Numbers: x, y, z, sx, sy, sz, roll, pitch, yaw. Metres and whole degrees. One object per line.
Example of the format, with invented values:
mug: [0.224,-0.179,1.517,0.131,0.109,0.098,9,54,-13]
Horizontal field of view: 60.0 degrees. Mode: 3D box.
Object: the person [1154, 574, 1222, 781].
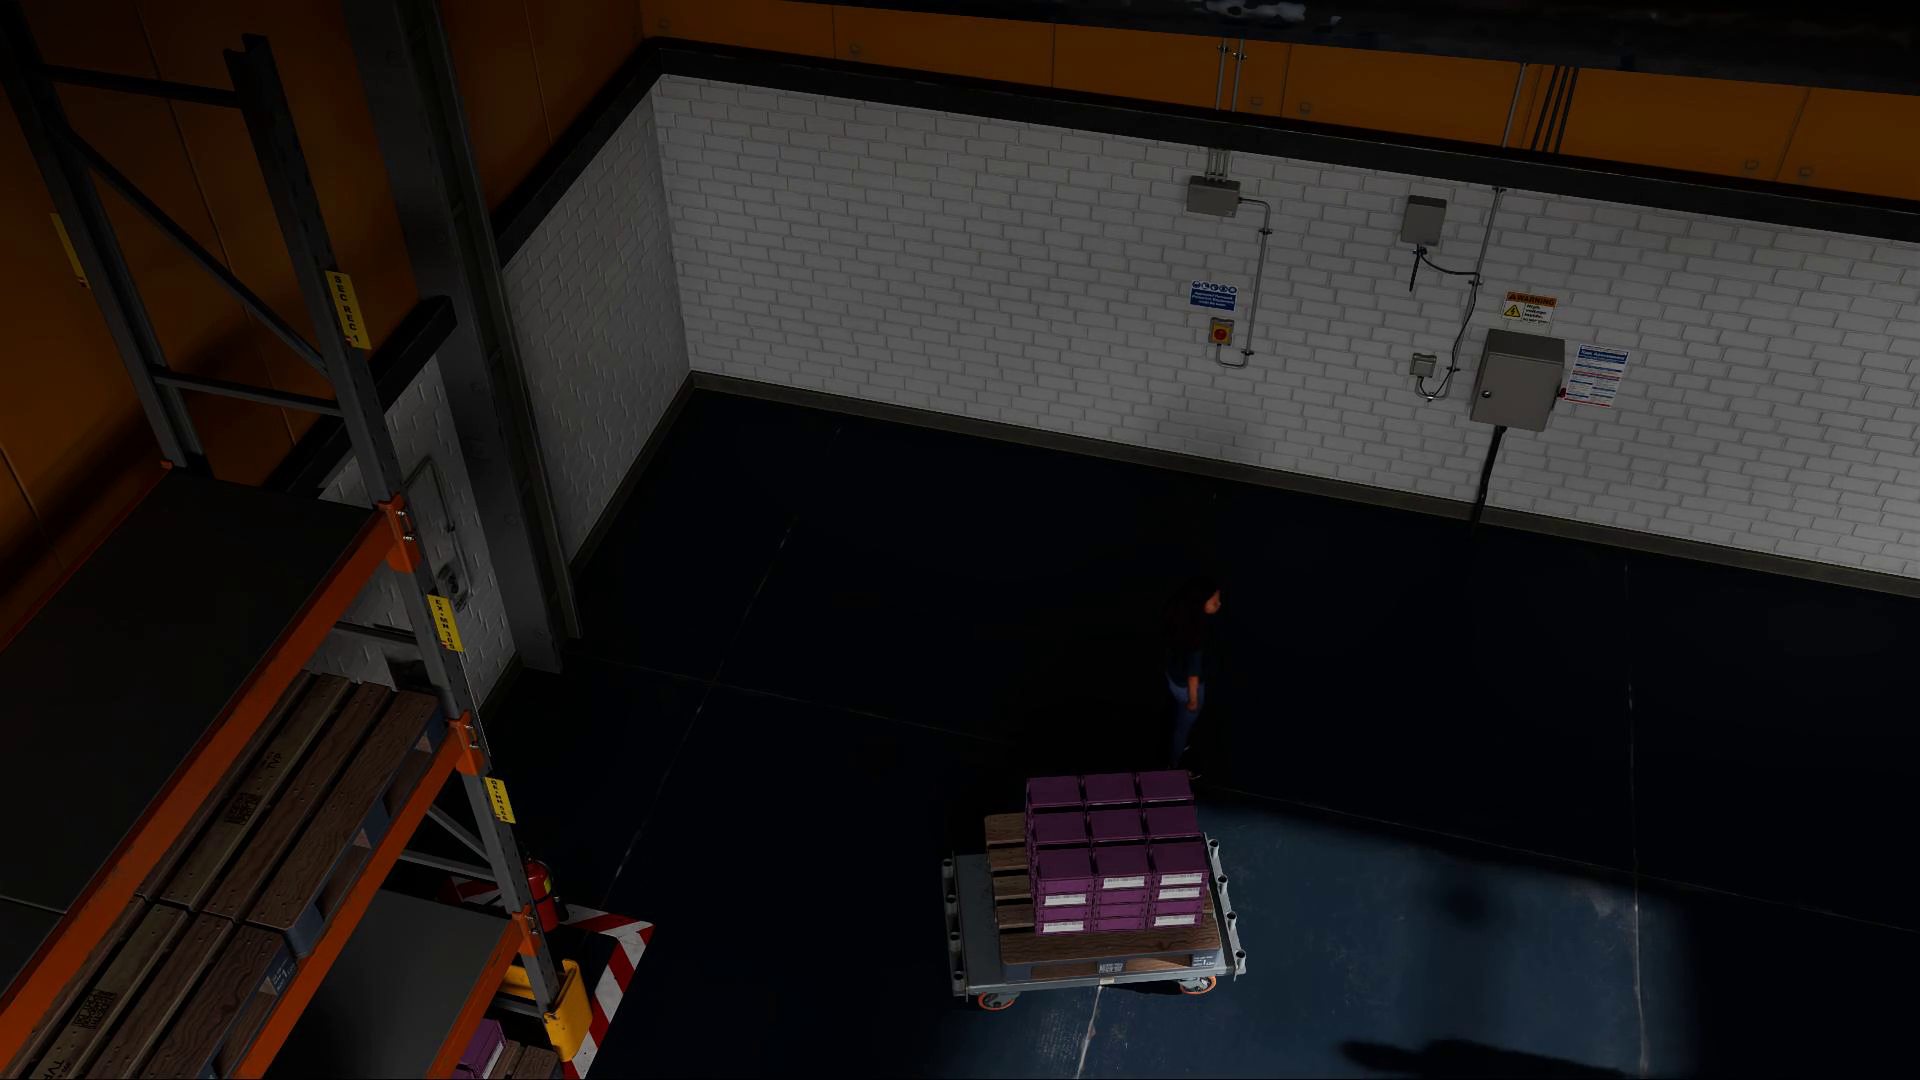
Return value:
person: [1.389,0.834,10.223,0.745,1.615,0.646,-6,44,-6]
